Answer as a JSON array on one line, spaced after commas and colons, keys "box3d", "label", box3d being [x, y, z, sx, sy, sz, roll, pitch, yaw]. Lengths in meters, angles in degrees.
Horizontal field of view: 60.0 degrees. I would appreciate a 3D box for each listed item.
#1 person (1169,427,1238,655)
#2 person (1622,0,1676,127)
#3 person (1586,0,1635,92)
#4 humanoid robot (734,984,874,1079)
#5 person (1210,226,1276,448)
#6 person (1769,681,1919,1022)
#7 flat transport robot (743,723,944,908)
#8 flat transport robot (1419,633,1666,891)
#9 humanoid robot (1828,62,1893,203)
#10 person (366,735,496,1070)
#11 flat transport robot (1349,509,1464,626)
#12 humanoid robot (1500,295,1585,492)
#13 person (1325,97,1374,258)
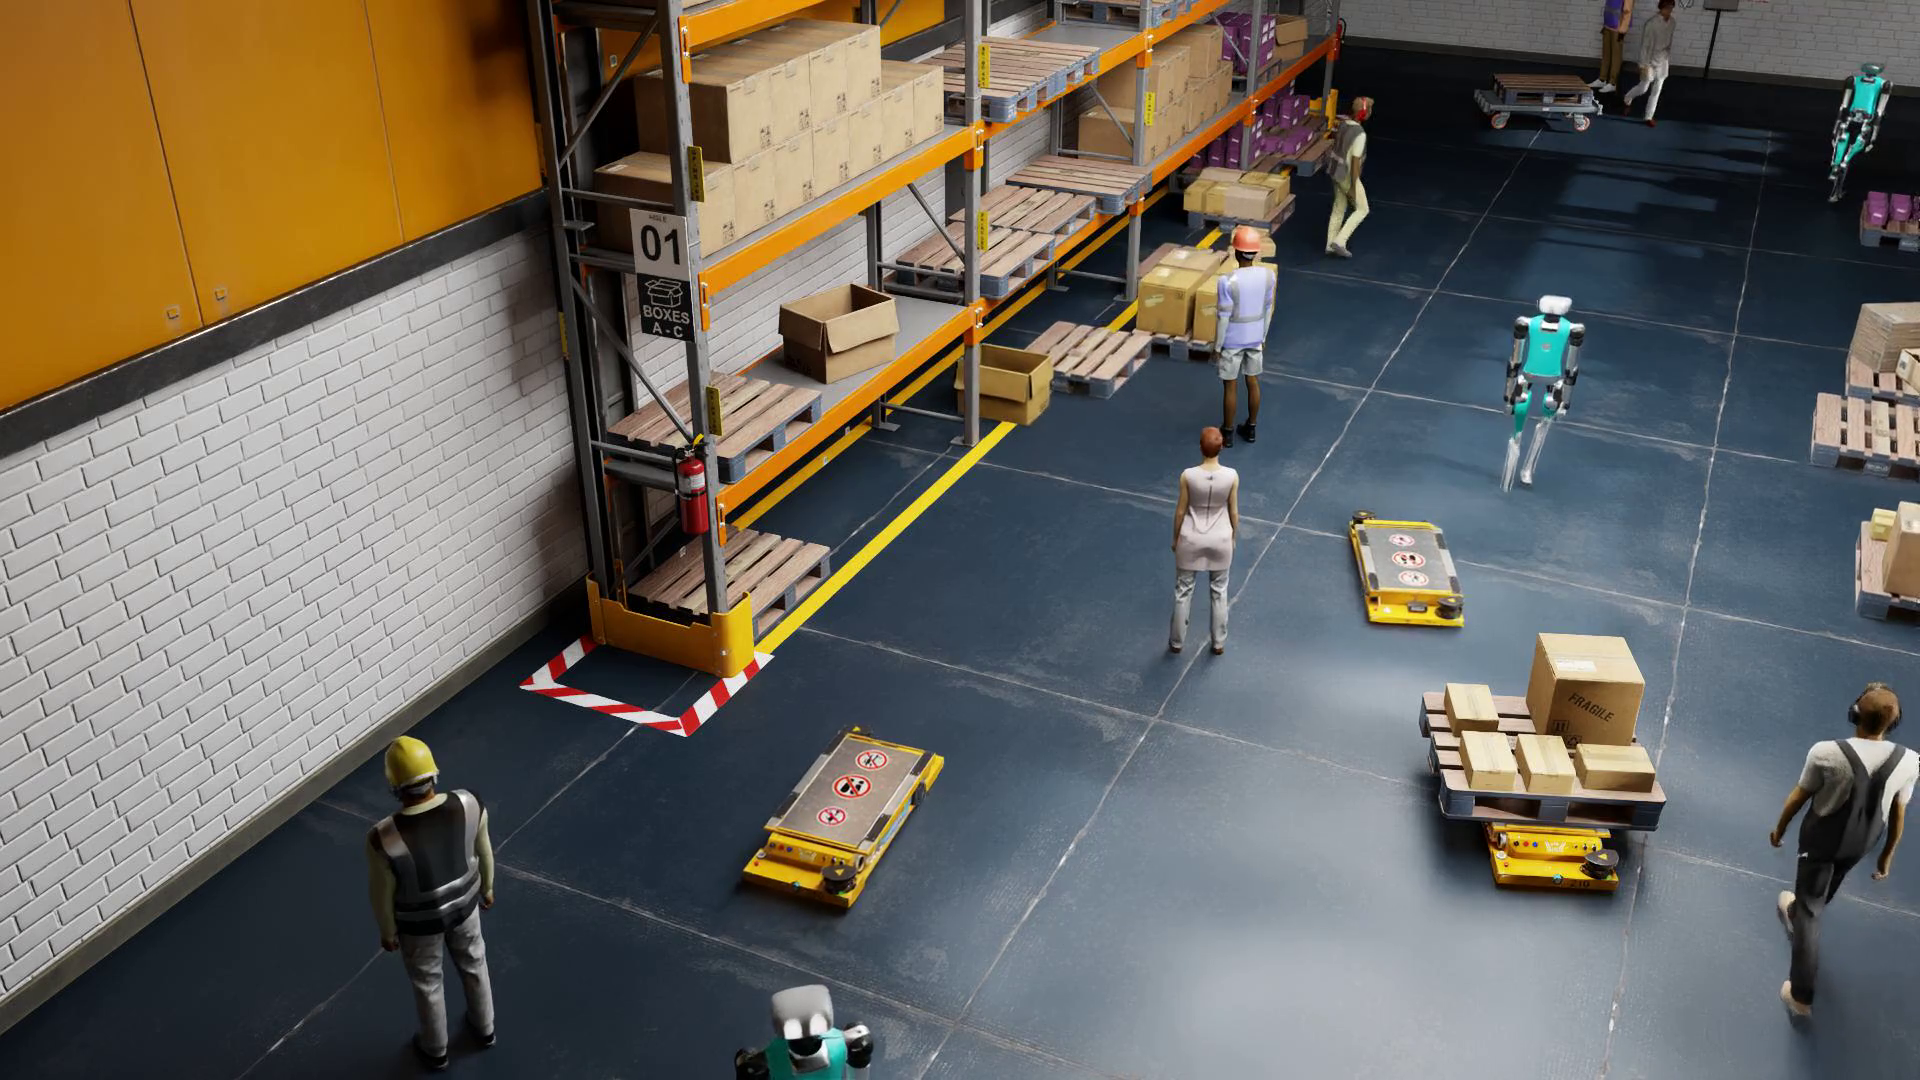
[{"box3d": [1.651, 0.015, 11.245, 0.434, 1.652, 0.296, 1, 28, 1], "label": "person"}, {"box3d": [9.945, -6.910, 23.931, 0.503, 1.806, 0.699, -6, 29, -10], "label": "person"}, {"box3d": [10.120, -7.909, 25.643, 0.413, 1.932, 0.532, -5, 29, -9], "label": "person"}, {"box3d": [-0.662, 2.378, 6.755, 0.531, 1.761, 0.720, -9, 30, -16], "label": "humanoid robot"}, {"box3d": [2.381, -1.722, 14.163, 0.542, 1.939, 0.367, -11, 30, -19], "label": "person"}, {"box3d": [4.400, 1.484, 8.374, 0.519, 1.788, 0.977, 3, 29, 6], "label": "person"}, {"box3d": [-0.656, 1.587, 9.785, 0.659, 0.231, 1.431, 10, 30, 19], "label": "flat transport robot"}, {"box3d": [3.405, 1.537, 9.878, 0.659, 0.231, 1.431, 3, 28, 5], "label": "flat transport robot"}, {"box3d": [10.838, -4.875, 20.281, 0.531, 1.759, 1.006, 23, 36, 36], "label": "humanoid robot"}, {"box3d": [-2.485, 1.726, 7.900, 0.597, 1.818, 0.403, -23, 36, -36], "label": "person"}, {"box3d": [3.301, 0.200, 12.358, 0.659, 0.231, 1.431, 3, 28, 5], "label": "flat transport robot"}, {"box3d": [4.664, -1.179, 13.428, 0.536, 1.821, 0.804, 10, 30, 18], "label": "humanoid robot"}, {"box3d": [4.335, -4.029, 18.555, 0.470, 1.826, 0.585, -8, 29, -15], "label": "person"}]
